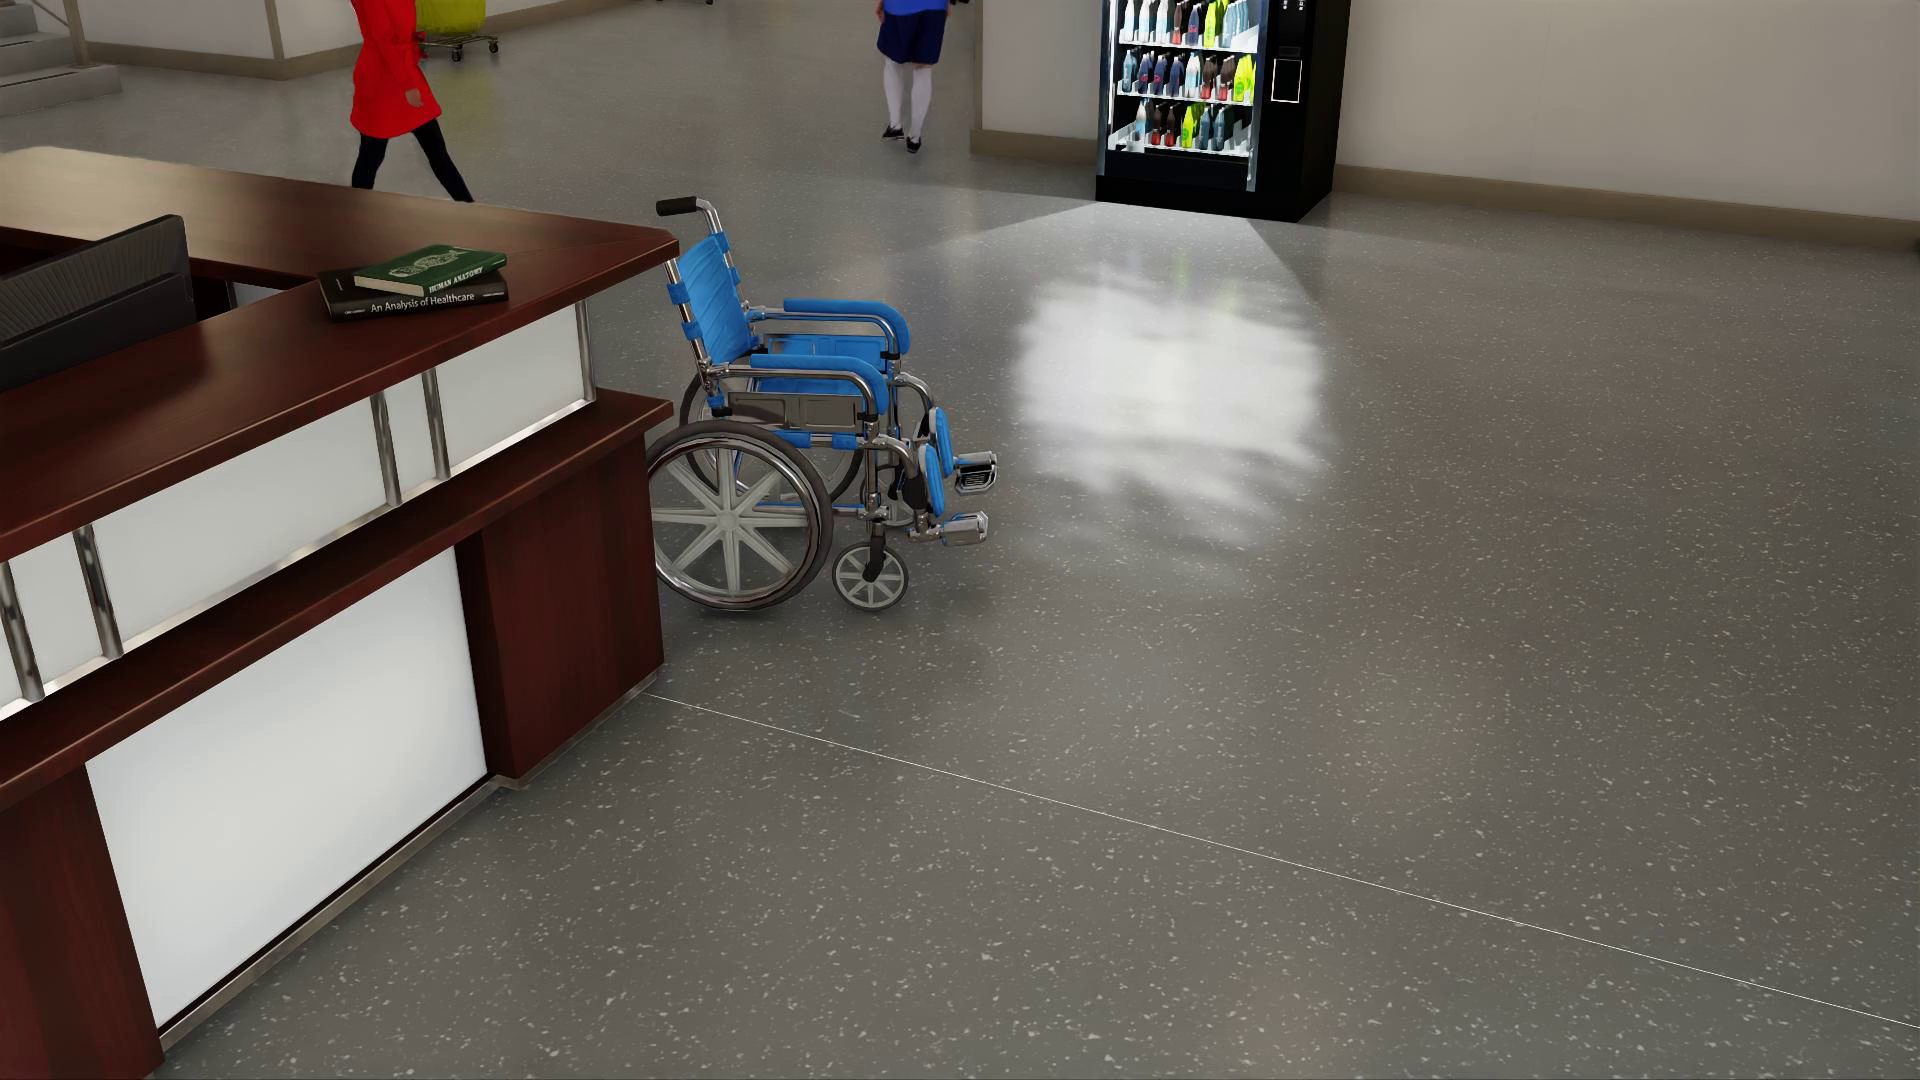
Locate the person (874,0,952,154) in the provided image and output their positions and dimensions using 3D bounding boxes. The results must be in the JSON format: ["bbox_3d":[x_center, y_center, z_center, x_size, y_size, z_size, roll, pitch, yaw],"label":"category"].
[{"bbox_3d":[-0.276,-3.379,10.598,0.755,1.816,0.876,-2,26,-5],"label":"person"}]

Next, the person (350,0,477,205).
[{"bbox_3d":[-2.970,-2.254,8.395,1.147,1.702,0.904,1,26,2],"label":"person"}]
